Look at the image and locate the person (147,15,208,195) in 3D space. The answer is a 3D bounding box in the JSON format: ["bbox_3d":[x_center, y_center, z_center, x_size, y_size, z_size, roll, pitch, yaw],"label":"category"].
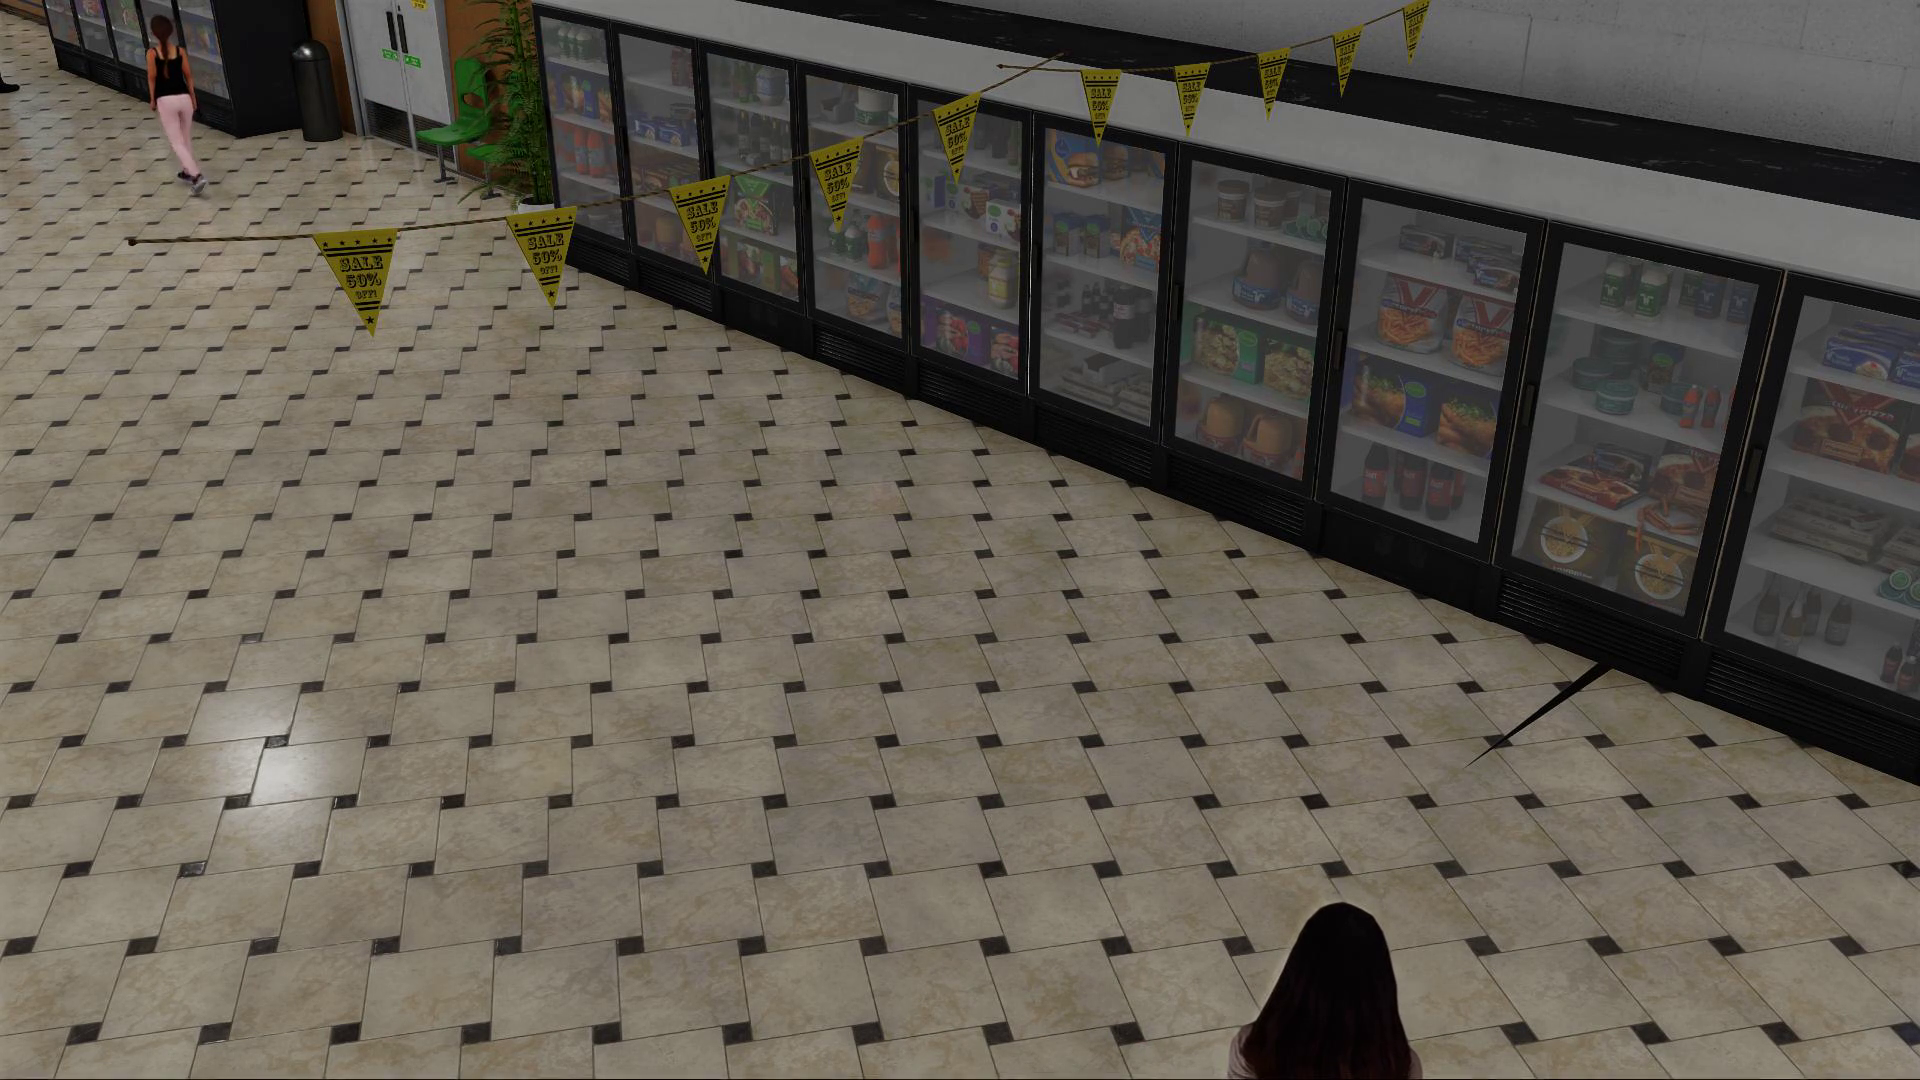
[{"bbox_3d":[-6.993,-3.865,14.854,0.591,1.539,0.938,22,34,36],"label":"person"}]

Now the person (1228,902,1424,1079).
[{"bbox_3d":[0.818,1.572,3.904,0.662,1.747,0.688,4,27,8],"label":"person"}]
